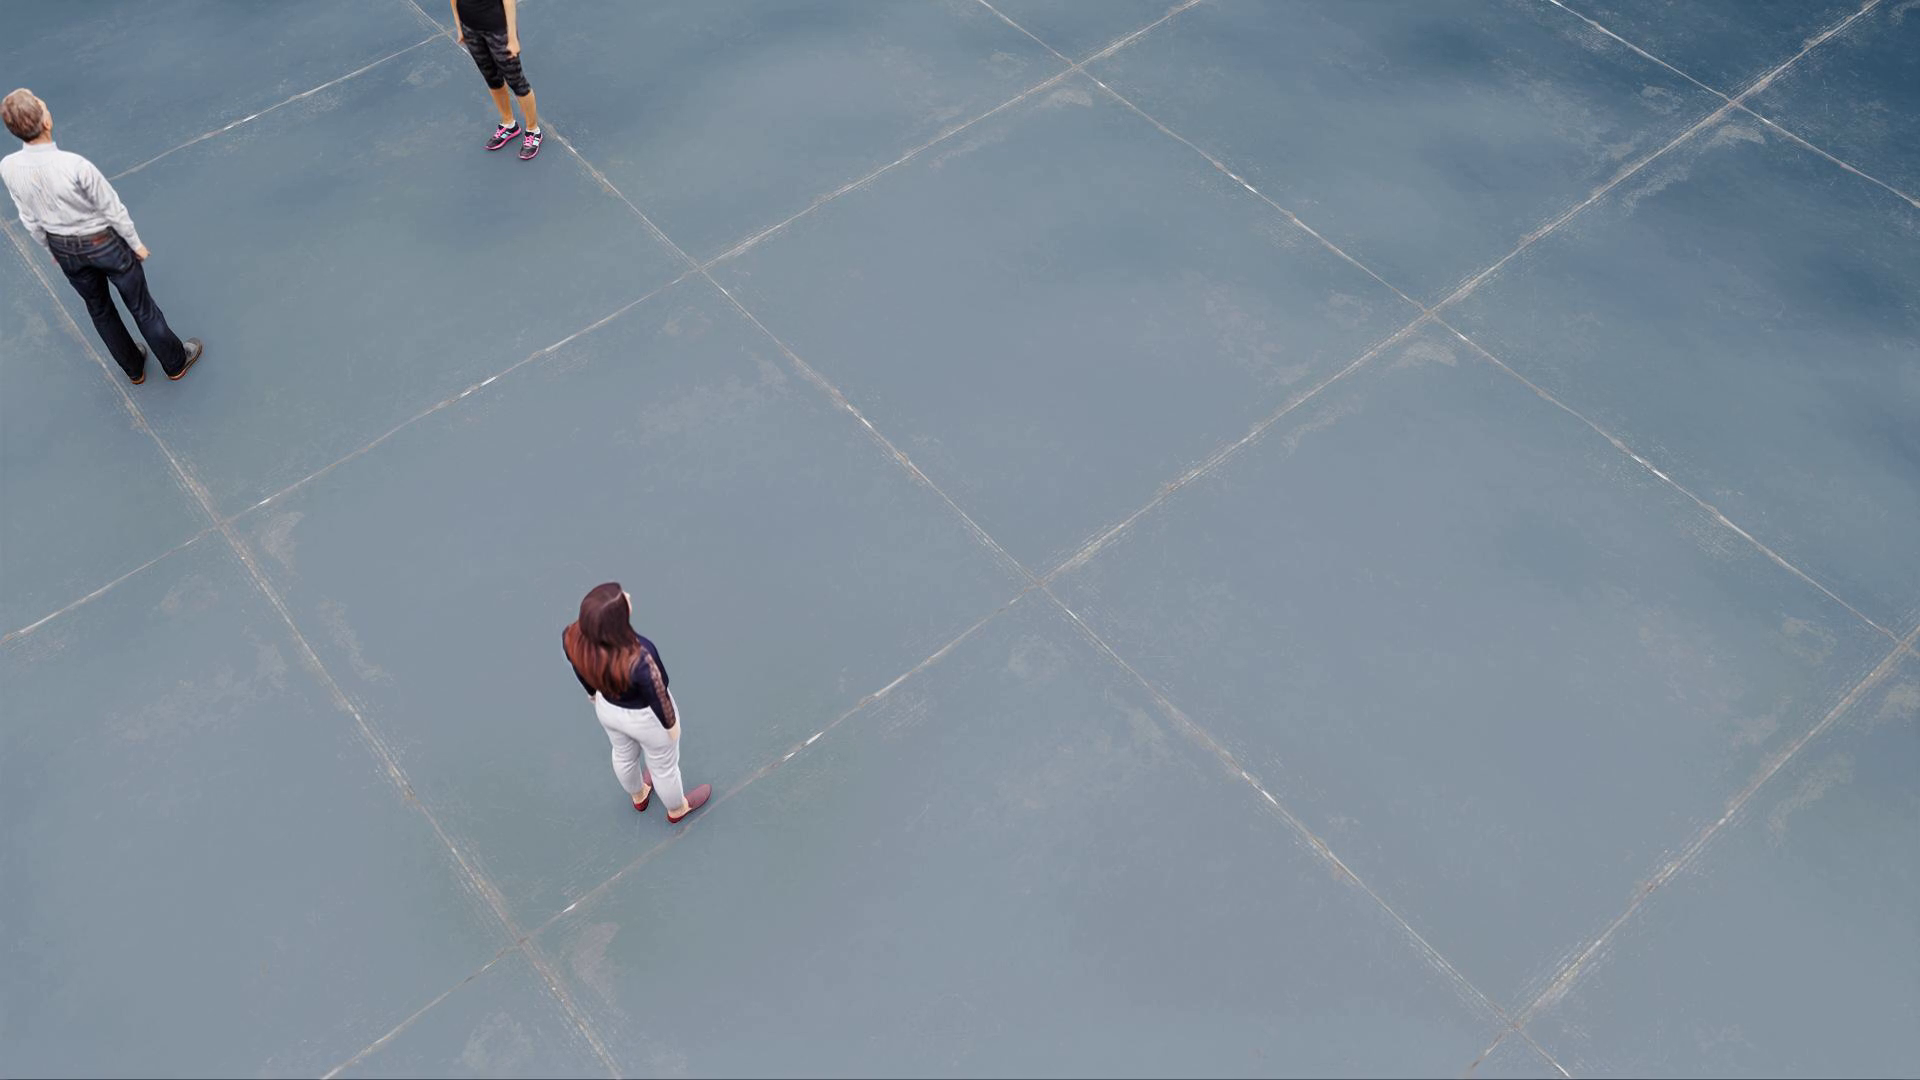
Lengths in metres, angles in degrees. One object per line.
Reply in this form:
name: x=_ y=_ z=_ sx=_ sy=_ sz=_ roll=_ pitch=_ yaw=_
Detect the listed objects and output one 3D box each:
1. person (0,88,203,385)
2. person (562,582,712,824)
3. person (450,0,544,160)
person: x=-4.492 y=-1.533 z=8.580 sx=0.704 sy=1.818 sz=0.797 roll=-2 pitch=52 yaw=-2
person: x=-1.361 y=0.693 z=6.989 sx=0.671 sy=1.607 sz=0.651 roll=22 pitch=55 yaw=16
person: x=-2.763 y=-3.021 z=9.789 sx=0.654 sy=1.728 sz=0.663 roll=20 pitch=55 yaw=15
